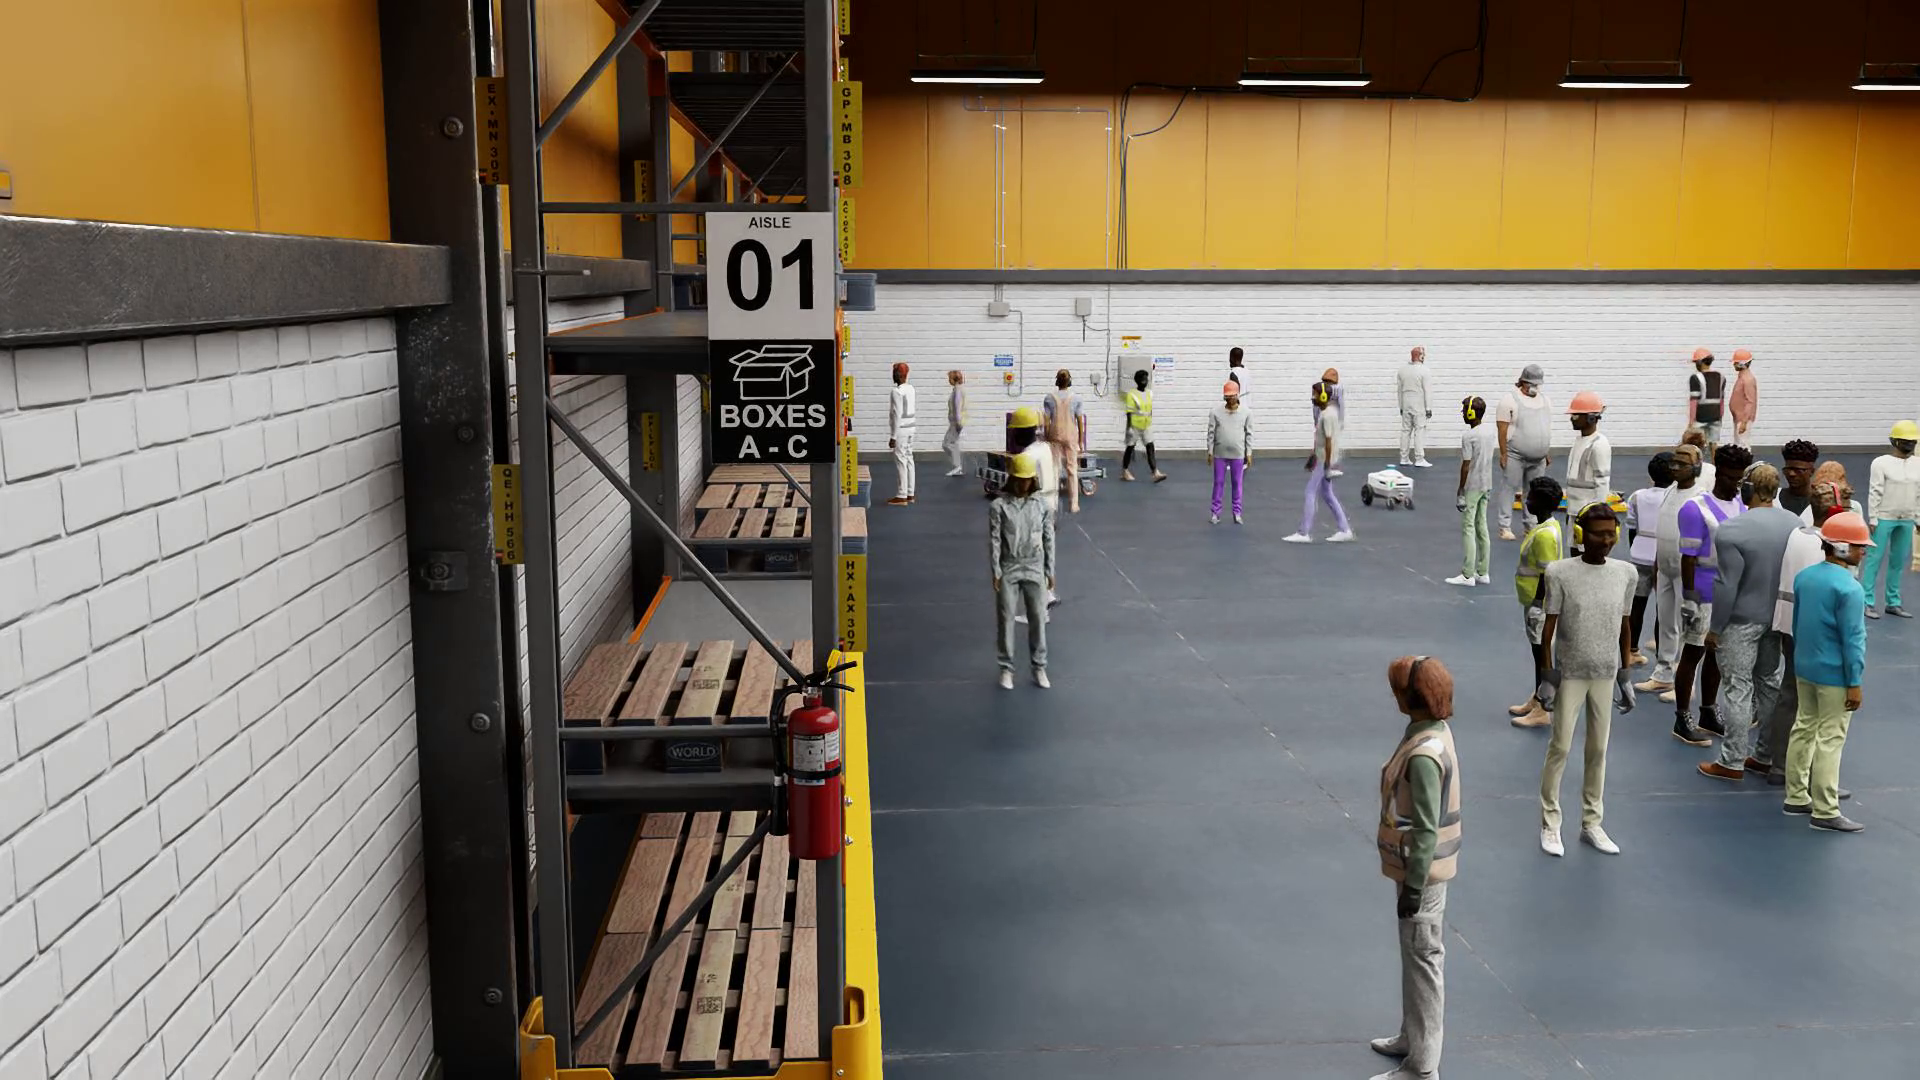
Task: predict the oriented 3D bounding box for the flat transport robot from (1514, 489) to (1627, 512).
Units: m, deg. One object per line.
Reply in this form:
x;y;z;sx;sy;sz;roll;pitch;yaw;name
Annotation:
7.901;-0.529;21.572;1.431;0.197;0.652;2;9;13;flat transport robot

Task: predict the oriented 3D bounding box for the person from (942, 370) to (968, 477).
-0.101;-1.747;24.977;0.429;1.620;0.565;0;9;1;person

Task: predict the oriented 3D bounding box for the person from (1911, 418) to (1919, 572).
9.902;-0.639;16.726;0.535;2.000;0.685;1;9;7;person

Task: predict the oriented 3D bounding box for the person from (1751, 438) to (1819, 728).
5.499;0.307;11.021;0.605;1.966;0.367;8;12;40;person

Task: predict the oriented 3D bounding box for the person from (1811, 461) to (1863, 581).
6.566;0.213;12.655;0.507;1.633;0.277;7;11;35;person

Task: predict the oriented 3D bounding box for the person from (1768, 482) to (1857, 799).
4.966;0.578;9.698;0.373;1.843;0.570;-2;9;-11;person

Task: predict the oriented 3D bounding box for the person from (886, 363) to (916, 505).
-0.780;-1.405;22.030;0.360;1.880;0.605;4;10;22;person

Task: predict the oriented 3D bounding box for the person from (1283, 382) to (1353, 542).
4.118;-0.878;18.877;0.758;1.841;0.525;3;10;18;person

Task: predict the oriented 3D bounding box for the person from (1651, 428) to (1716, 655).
5.823;0.016;13.322;0.536;1.828;0.379;1;9;9;person

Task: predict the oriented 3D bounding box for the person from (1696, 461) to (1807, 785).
4.723;0.494;9.935;0.630;1.940;0.372;-3;10;-21;person

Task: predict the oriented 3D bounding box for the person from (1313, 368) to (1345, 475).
5.603;-1.796;25.265;0.500;1.633;0.289;7;12;38;person

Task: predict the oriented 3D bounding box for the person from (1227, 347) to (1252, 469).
4.355;-2.052;25.983;0.371;1.916;0.597;5;10;26;person

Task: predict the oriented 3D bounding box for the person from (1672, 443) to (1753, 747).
4.904;0.349;10.784;0.603;1.958;0.380;-5;10;-28;person

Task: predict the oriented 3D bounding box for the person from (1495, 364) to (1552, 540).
6.515;-1.013;19.080;0.675;2.000;0.536;-2;9;-14;person

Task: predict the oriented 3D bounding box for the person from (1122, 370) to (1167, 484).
2.651;-1.643;24.214;0.549;1.645;0.886;-6;11;-32;person

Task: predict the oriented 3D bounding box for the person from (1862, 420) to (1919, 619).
8.274;-0.180;14.702;0.524;1.769;0.325;-1;9;-7;person

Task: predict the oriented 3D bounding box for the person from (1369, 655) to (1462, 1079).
1.709;1.236;6.220;0.306;1.637;0.522;3;9;16;person

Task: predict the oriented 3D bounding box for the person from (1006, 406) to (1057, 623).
0.592;-0.210;14.442;0.431;1.905;0.625;4;10;21;person

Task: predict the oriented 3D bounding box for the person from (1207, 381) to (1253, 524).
3.298;-1.071;20.337;0.563;1.753;0.327;1;9;9;person

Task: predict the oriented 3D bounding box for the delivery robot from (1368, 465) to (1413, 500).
5.620;-0.740;21.717;0.477;0.478;0.707;-2;9;-12;delivery robot

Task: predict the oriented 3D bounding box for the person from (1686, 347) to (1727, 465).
10.633;-1.744;23.767;0.633;2.014;0.507;-3;9;-16;person

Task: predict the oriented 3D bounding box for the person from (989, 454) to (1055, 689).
0.460;0.233;12.209;0.488;1.739;0.307;-1;9;-8;person

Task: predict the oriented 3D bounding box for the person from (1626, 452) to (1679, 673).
5.337;0.170;12.729;0.318;1.697;0.535;-5;11;-31;person

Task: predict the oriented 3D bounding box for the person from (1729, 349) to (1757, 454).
11.129;-1.725;23.702;0.392;1.991;0.612;3;9;16;person

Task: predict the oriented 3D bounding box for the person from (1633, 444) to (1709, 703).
5.112;0.235;11.853;0.345;1.847;0.508;-2;9;-13;person

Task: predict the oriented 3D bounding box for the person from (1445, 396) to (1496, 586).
5.027;-0.476;16.287;0.510;1.860;0.333;-7;12;-39;person

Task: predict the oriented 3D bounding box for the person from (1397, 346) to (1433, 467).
7.244;-2.112;26.392;0.406;1.911;0.639;-6;11;-35;person

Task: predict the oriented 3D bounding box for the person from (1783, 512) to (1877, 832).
4.788;0.713;9.140;0.325;1.749;0.567;-1;9;-4;person

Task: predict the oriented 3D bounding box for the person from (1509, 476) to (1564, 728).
3.897;0.414;11.196;0.318;1.697;0.534;3;9;17;person

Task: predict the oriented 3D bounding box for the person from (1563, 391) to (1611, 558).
5.346;-0.256;14.315;0.377;2.041;0.616;0;9;1;person

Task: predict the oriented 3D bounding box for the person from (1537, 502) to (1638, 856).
3.286;0.723;8.707;0.514;1.873;0.328;-1;9;-4;person

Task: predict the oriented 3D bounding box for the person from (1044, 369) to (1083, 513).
1.319;-1.255;21.210;0.508;1.846;0.345;1;9;5;person
